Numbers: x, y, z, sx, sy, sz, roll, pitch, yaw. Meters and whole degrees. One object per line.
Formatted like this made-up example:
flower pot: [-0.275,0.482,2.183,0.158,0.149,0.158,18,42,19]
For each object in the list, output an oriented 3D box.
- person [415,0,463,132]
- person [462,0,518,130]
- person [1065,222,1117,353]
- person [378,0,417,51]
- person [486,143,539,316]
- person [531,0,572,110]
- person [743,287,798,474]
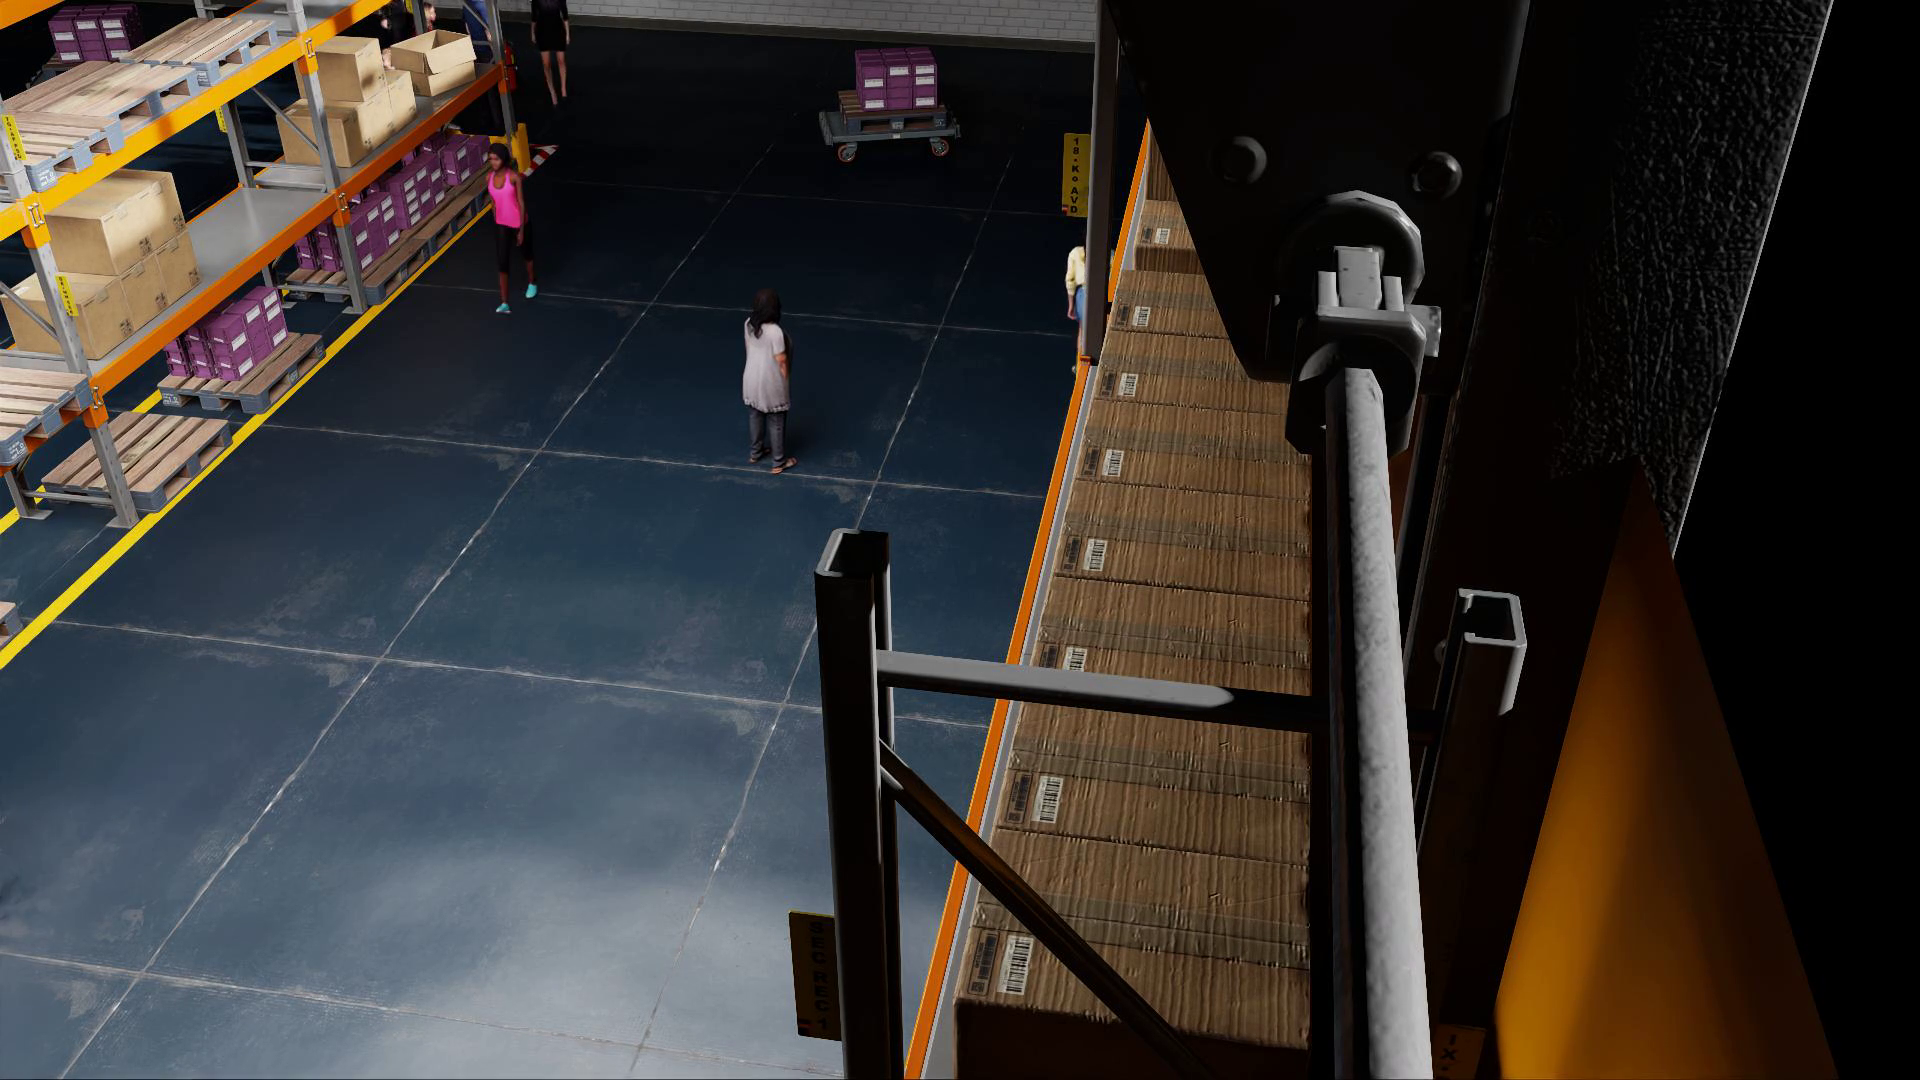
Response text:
person: [-6.620,-5.882,20.706,0.755,1.605,0.812,-1,34,-1]
person: [-5.944,-6.104,20.800,0.743,1.871,0.750,28,43,35]
person: [1.181,-2.075,14.977,0.658,1.606,0.827,8,34,12]
person: [-7.495,-6.926,22.088,1.047,1.814,1.060,27,42,34]
person: [-4.393,-3.133,16.507,0.604,1.676,1.074,3,34,4]
person: [-5.275,-6.500,21.490,0.837,1.767,0.927,-10,35,-14]
person: [-1.614,-1.344,13.880,0.769,1.603,0.818,26,42,34]
